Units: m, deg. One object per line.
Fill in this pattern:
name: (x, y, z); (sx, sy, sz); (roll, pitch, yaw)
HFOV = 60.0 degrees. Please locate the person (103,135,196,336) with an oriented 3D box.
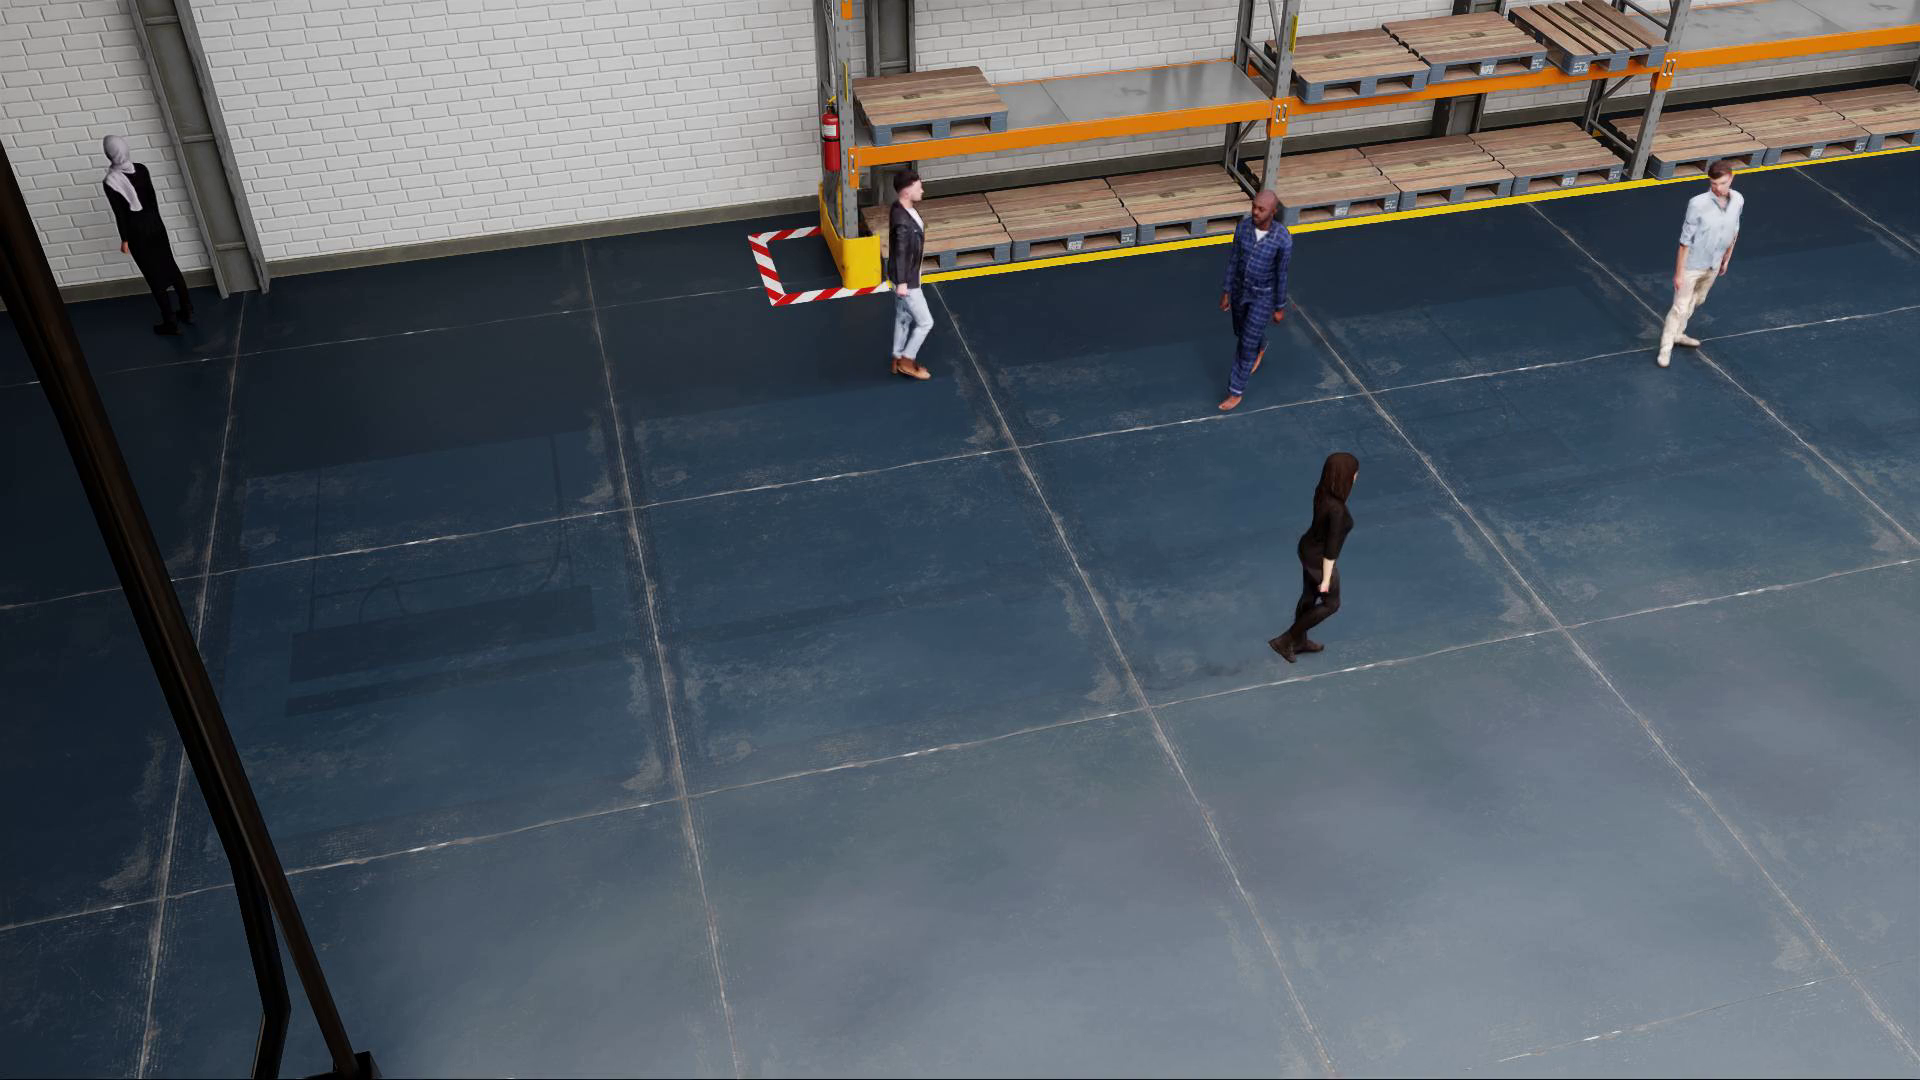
person: (-6.783, -2.542, 13.871); (0.724, 1.780, 0.686); (15, 41, 18)

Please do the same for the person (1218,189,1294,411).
person: (2.359, -1.968, 13.141); (1.111, 1.793, 1.237); (26, 45, 29)

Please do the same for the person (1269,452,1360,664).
person: (2.226, 0.136, 10.635); (0.678, 1.634, 0.585); (-7, 39, -9)

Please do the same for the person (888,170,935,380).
person: (-0.507, -2.091, 13.270); (0.658, 1.825, 0.726); (-2, 39, -2)

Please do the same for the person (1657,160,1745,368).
person: (6.016, -2.265, 13.490); (0.561, 1.822, 0.837); (-17, 42, -20)
